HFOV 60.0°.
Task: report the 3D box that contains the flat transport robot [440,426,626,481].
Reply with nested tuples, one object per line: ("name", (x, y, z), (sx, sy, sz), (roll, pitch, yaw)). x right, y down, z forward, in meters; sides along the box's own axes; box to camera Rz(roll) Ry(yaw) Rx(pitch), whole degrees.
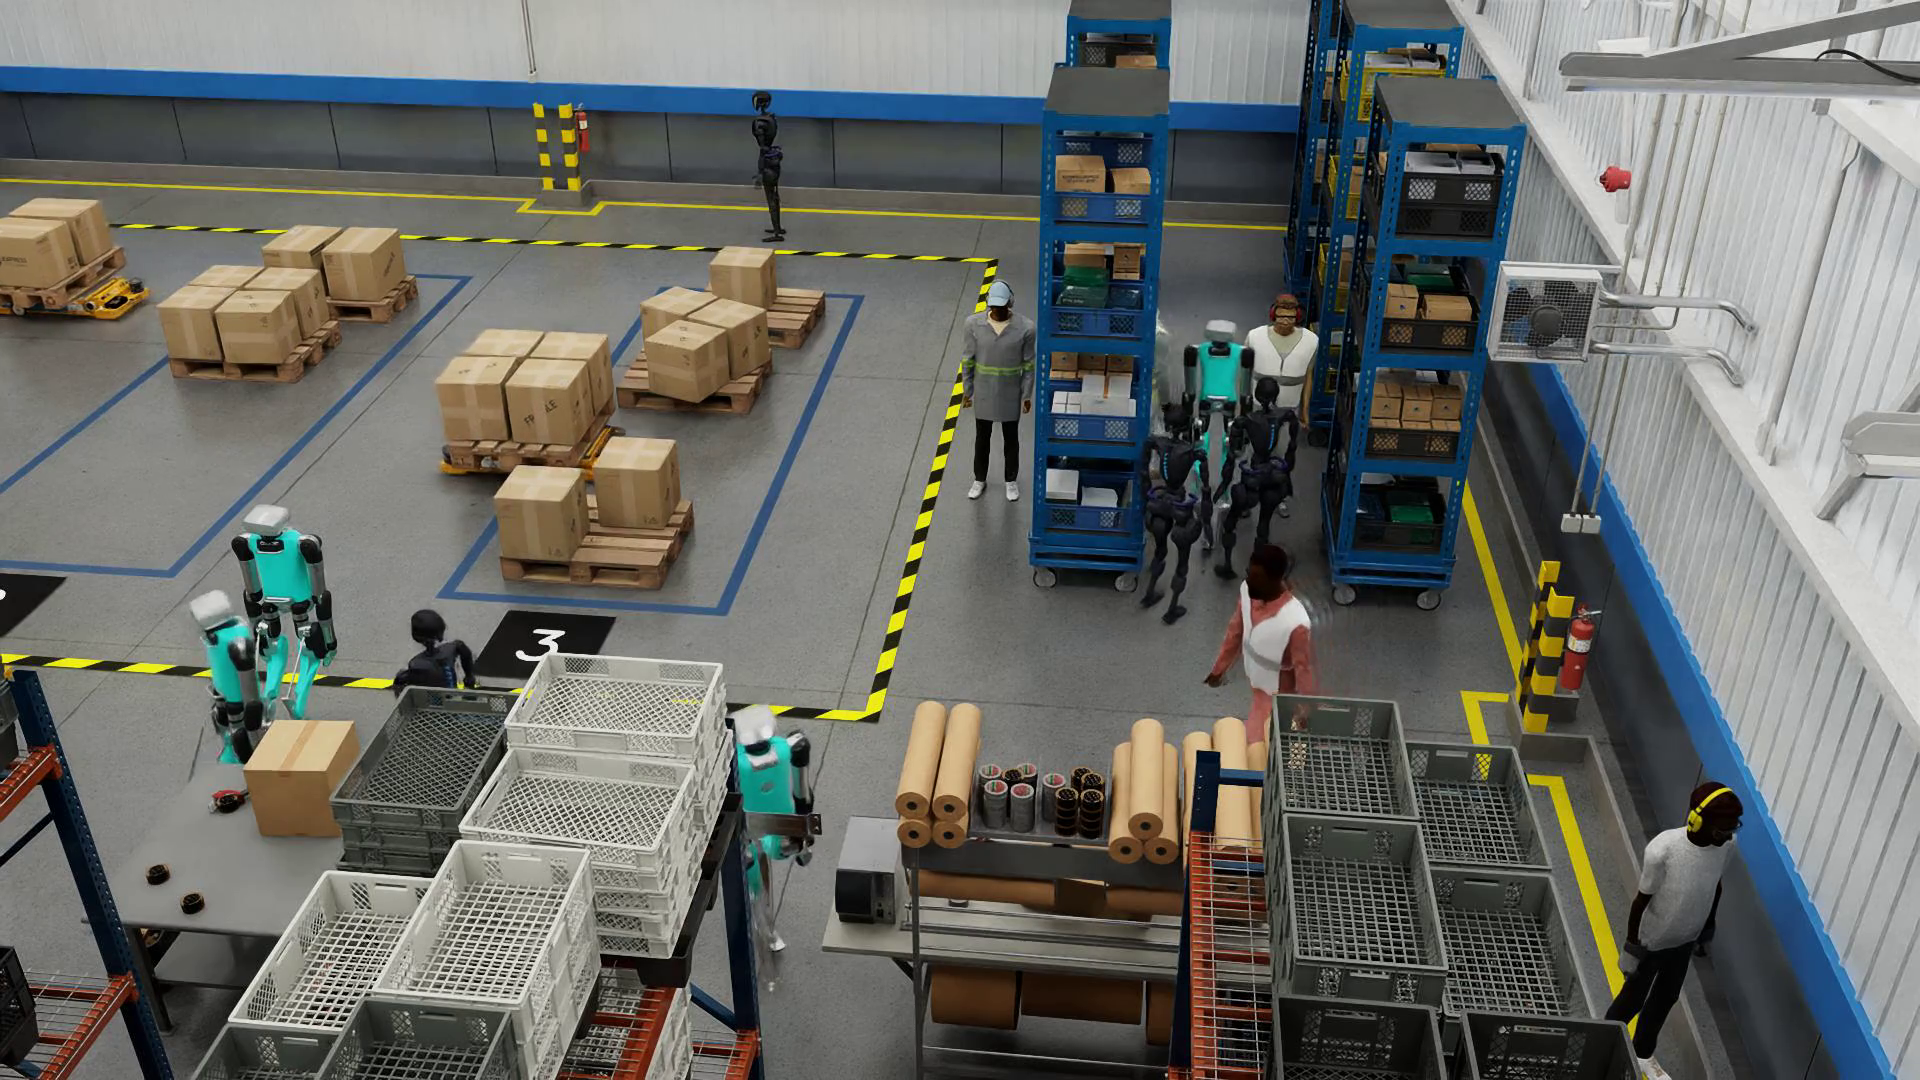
("flat transport robot", (-3.558, -0.764, 13.959), (1.431, 0.197, 0.652), (3, 30, 6))

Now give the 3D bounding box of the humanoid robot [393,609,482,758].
("humanoid robot", (-2.941, 1.116, 9.360), (0.366, 1.655, 0.598), (18, 35, 28))

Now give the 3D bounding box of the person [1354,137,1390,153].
("person", (4.404, -3.978, 17.926), (0.506, 1.864, 0.313), (11, 32, 17))

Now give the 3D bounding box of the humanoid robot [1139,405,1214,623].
("humanoid robot", (1.502, -0.195, 11.598), (0.600, 1.649, 0.365), (21, 36, 31))

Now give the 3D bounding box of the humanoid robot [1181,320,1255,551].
("humanoid robot", (1.893, -0.657, 12.422), (0.553, 1.837, 0.831), (4, 30, 7))

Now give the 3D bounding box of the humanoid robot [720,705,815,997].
("humanoid robot", (-1.077, 1.509, 8.625), (0.557, 1.784, 0.786), (-14, 33, -22))

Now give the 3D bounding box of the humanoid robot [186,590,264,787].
("humanoid robot", (-4.185, 1.178, 9.230), (0.790, 1.803, 0.534), (-24, 38, -35))

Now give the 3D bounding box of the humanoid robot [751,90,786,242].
("humanoid robot", (-2.124, -4.127, 18.348), (0.315, 1.657, 0.599), (2, 30, 4))

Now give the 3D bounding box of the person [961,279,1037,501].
("person", (0.296, -1.175, 13.117), (0.589, 1.852, 0.375), (4, 30, 6))

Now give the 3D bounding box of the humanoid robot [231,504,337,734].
("humanoid robot", (-4.067, 0.661, 9.945), (0.533, 1.677, 0.735), (3, 30, 5))

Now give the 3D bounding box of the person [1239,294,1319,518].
("person", (2.444, -1.044, 12.898), (0.566, 1.846, 0.390), (0, 30, 1))

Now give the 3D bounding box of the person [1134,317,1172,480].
("person", (1.371, -1.191, 13.222), (0.883, 1.791, 0.631), (-11, 32, -18))

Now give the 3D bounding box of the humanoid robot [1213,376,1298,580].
("humanoid robot", (2.146, -0.428, 11.996), (0.602, 1.650, 0.342), (-8, 31, -14))

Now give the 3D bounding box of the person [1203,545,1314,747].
("person", (1.752, 0.831, 9.656), (1.071, 1.858, 0.613), (-10, 32, -16))

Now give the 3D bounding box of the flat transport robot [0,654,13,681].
("flat transport robot", (-7.142, 0.969, 11.010), (1.431, 0.231, 0.659), (3, 30, 6))

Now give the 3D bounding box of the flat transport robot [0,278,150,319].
("flat transport robot", (-9.116, -2.497, 16.935), (1.431, 0.197, 0.652), (3, 30, 6))

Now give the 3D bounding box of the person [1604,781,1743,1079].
("person", (3.348, 1.892, 7.848), (0.513, 1.857, 0.335), (-10, 32, -16))
